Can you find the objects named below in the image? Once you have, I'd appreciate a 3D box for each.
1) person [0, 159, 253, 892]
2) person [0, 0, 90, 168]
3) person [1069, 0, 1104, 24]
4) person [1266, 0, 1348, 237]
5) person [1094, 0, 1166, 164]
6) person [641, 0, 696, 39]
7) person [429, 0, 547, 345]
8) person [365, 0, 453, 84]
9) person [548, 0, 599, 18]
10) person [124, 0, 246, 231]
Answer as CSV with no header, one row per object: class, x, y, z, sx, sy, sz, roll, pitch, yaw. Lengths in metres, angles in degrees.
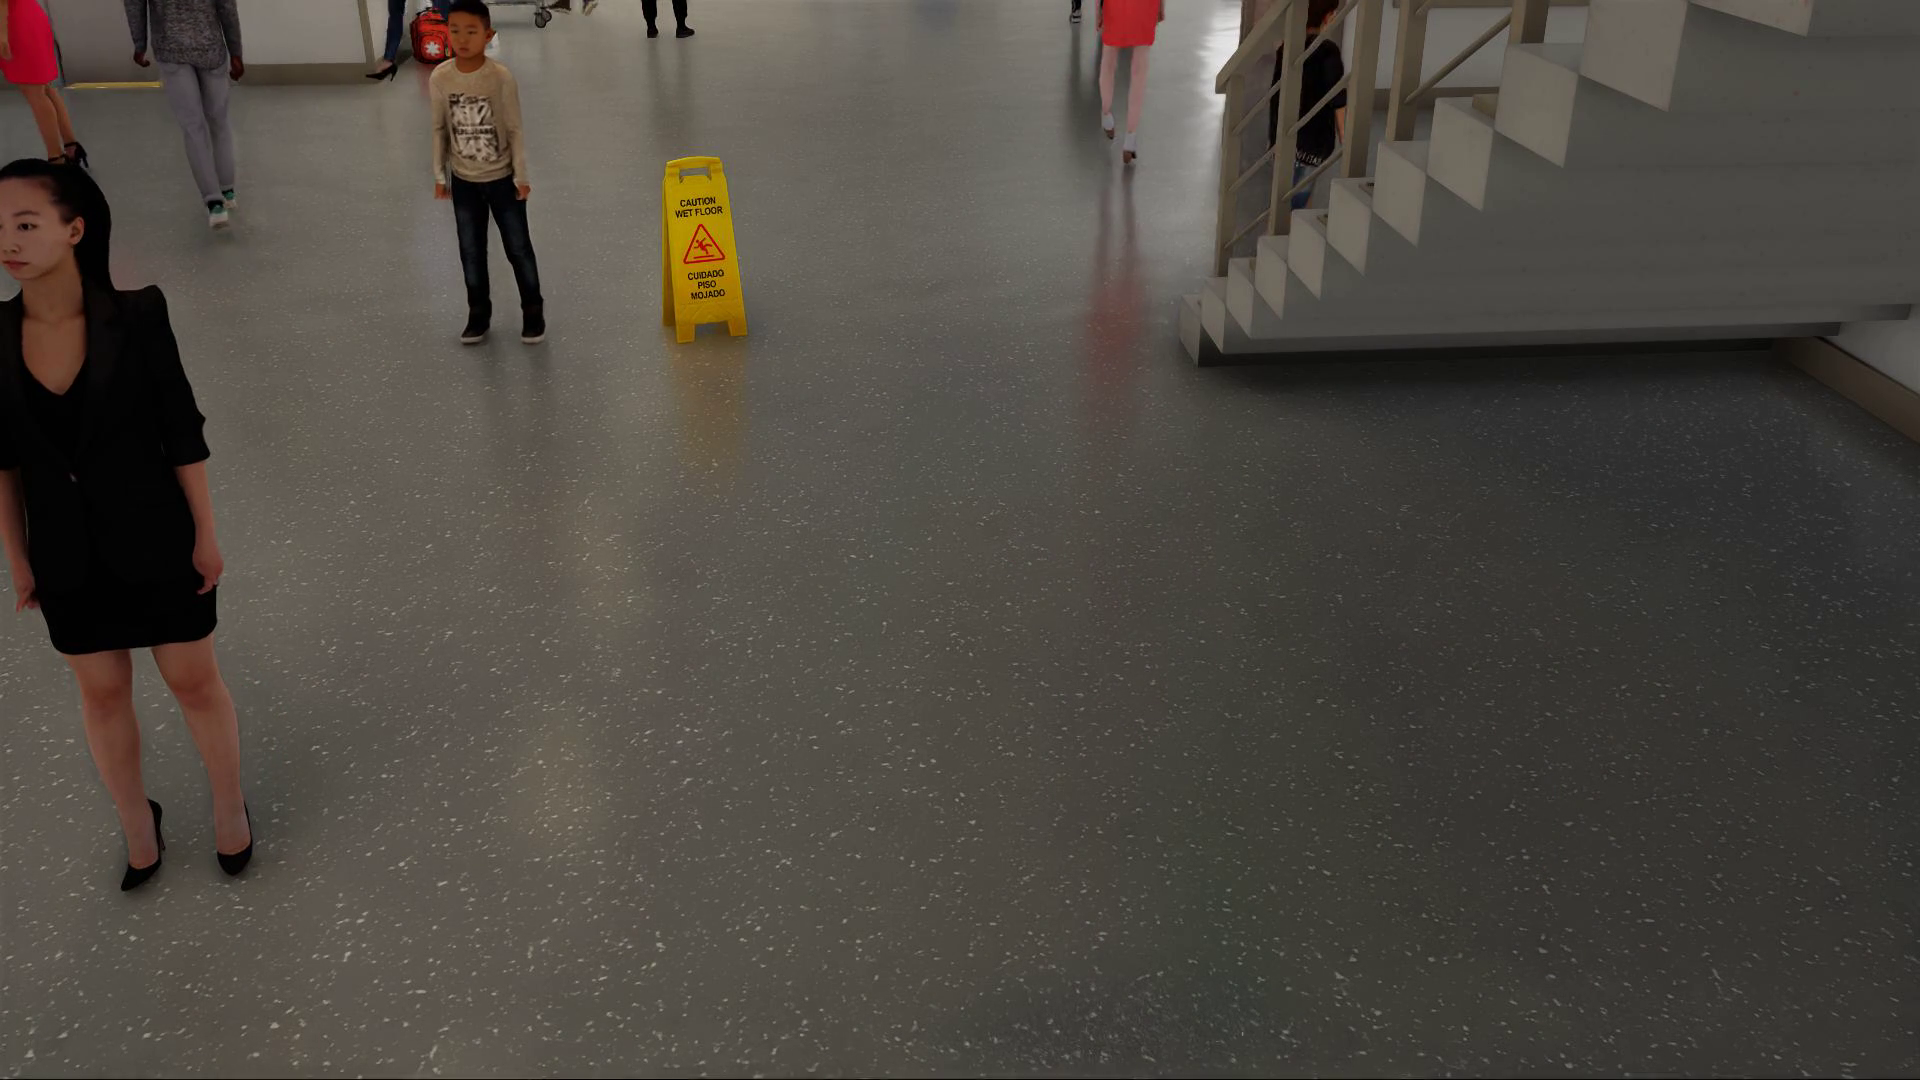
person,-1.823,0.020,3.605,0.620,1.696,0.556,-5,26,-11
person,-5.529,-3.019,9.874,0.640,1.726,0.479,-3,26,-5
person,1.247,-5.770,15.468,0.684,1.821,0.592,1,26,3
person,1.552,-1.843,7.793,0.863,1.414,0.948,-15,29,-28
person,1.053,-3.232,10.234,0.725,1.796,1.062,2,26,5
person,-2.660,-5.365,14.706,0.653,1.755,0.589,2,26,4
person,-2.050,-1.586,7.206,0.570,1.461,0.518,0,26,-1
person,-4.044,-4.344,12.616,1.113,1.731,1.155,20,32,36
person,-3.710,-5.751,15.650,1.040,1.629,1.007,20,32,35
person,-4.059,-2.532,8.773,1.024,1.804,1.276,-14,29,-27
